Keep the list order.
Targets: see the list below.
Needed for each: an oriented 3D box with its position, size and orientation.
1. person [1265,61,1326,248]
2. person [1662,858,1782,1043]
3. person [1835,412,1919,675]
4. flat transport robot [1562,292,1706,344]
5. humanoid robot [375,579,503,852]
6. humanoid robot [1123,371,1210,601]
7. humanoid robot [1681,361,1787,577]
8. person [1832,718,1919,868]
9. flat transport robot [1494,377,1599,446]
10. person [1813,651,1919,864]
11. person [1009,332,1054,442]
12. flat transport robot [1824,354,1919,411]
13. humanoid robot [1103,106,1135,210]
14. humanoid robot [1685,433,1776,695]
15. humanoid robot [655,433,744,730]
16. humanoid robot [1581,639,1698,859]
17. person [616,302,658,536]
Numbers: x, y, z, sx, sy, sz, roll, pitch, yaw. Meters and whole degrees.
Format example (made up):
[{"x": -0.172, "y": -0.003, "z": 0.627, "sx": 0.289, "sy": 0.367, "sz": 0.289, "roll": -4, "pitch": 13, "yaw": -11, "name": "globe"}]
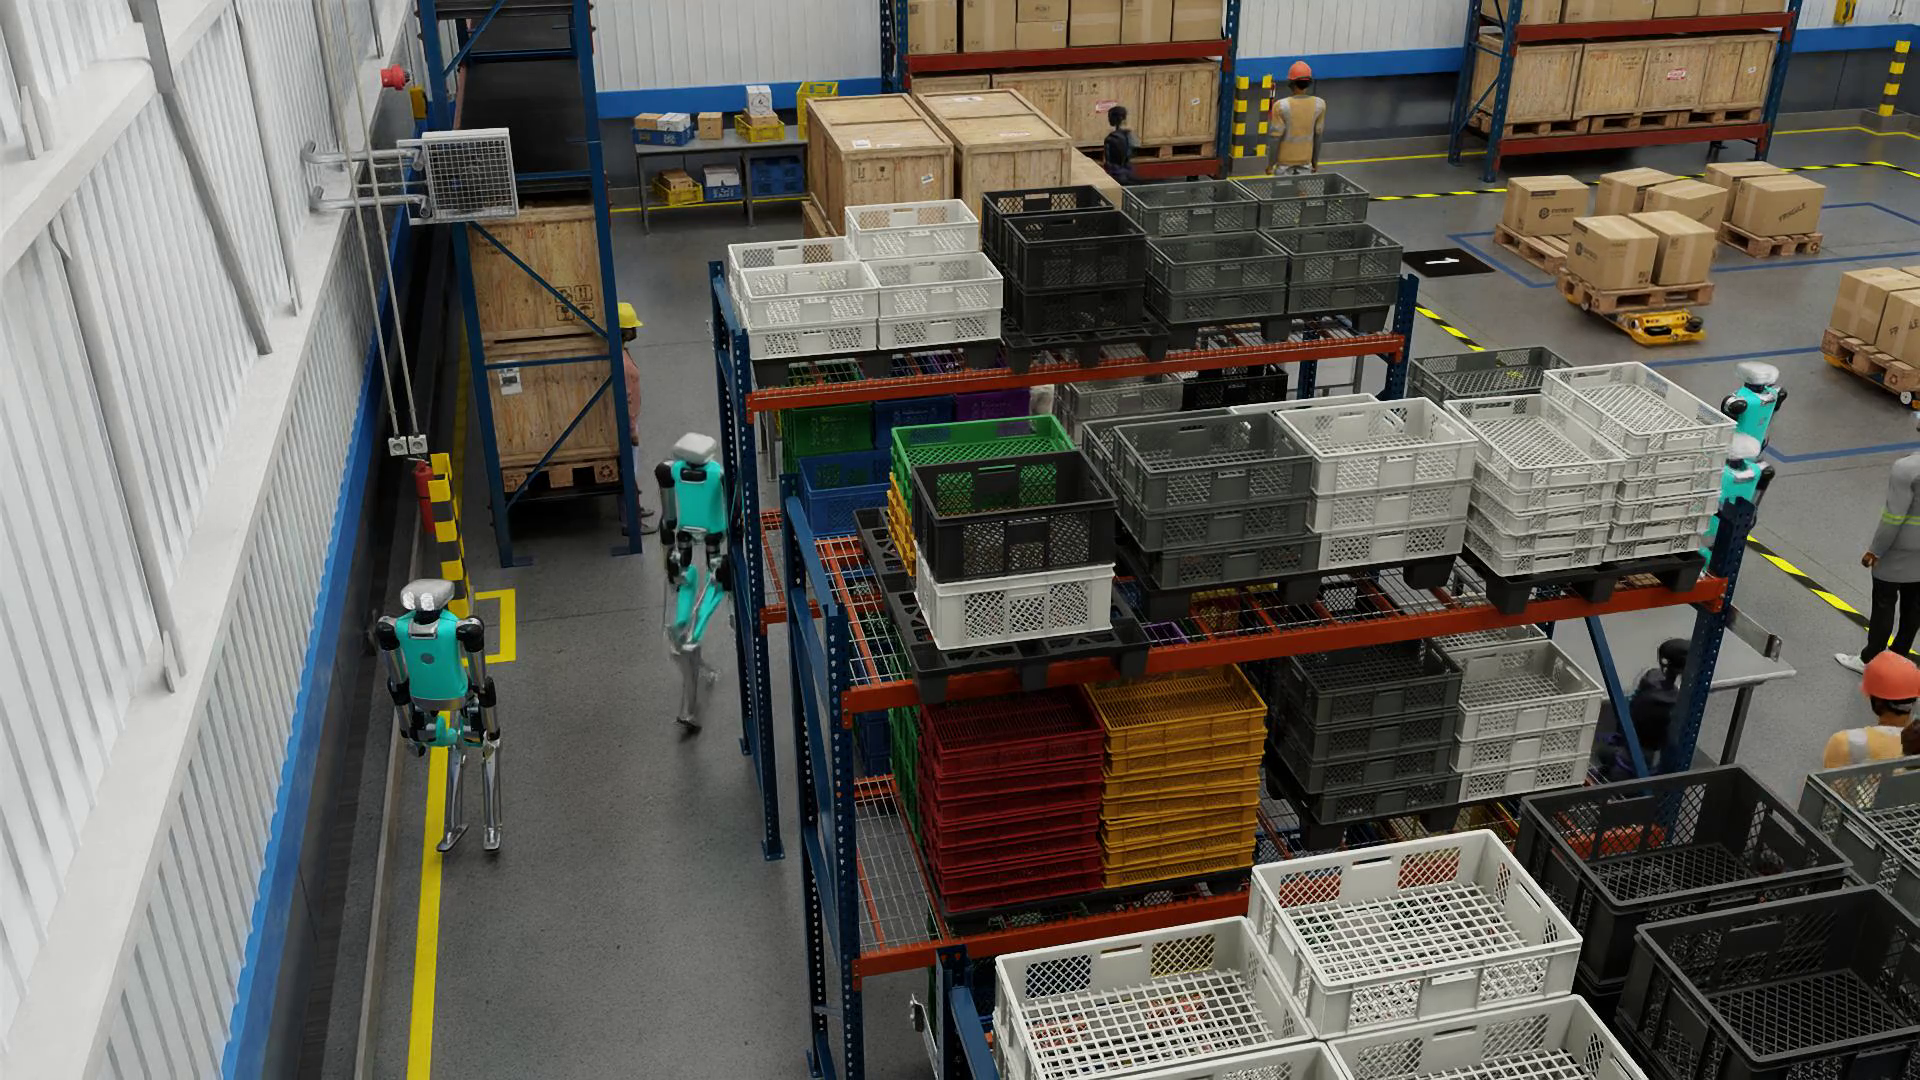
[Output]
[{"x": 3.596, "y": -4.136, "z": 17.995, "sx": 0.614, "sy": 2.040, "sz": 0.379, "roll": -7, "pitch": 29, "yaw": -12, "name": "person"}, {"x": 3.019, "y": 2.025, "z": 6.514, "sx": 0.612, "sy": 1.846, "sz": 1.003, "roll": 23, "pitch": 36, "yaw": 37, "name": "person"}, {"x": 5.885, "y": -0.006, "z": 10.360, "sx": 0.593, "sy": 1.849, "sz": 0.391, "roll": -9, "pitch": 29, "yaw": -17, "name": "person"}, {"x": 6.613, "y": -2.285, "z": 16.351, "sx": 0.652, "sy": 0.197, "sz": 1.431, "roll": -6, "pitch": 28, "yaw": -12, "name": "flat transport robot"}, {"x": -2.623, "y": 0.849, "z": 8.717, "sx": 0.533, "sy": 1.677, "sz": 0.735, "roll": 1, "pitch": 28, "yaw": 1, "name": "humanoid robot"}, {"x": 1.316, "y": -0.298, "z": 11.027, "sx": 1.010, "sy": 1.740, "sz": 0.554, "roll": -14, "pitch": 31, "yaw": -24, "name": "humanoid robot"}, {"x": 5.020, "y": -0.481, "z": 11.241, "sx": 0.533, "sy": 1.677, "sz": 0.735, "roll": -15, "pitch": 31, "yaw": -26, "name": "humanoid robot"}, {"x": 4.118, "y": 1.617, "z": 7.325, "sx": 0.654, "sy": 1.811, "sz": 0.459, "roll": 4, "pitch": 28, "yaw": 7, "name": "person"}, {"x": 4.780, "y": -1.036, "z": 14.013, "sx": 0.659, "sy": 0.231, "sz": 1.431, "roll": -6, "pitch": 28, "yaw": -12, "name": "flat transport robot"}, {"x": 4.156, "y": 1.377, "z": 7.695, "sx": 0.600, "sy": 1.873, "sz": 0.915, "roll": 5, "pitch": 28, "yaw": 10, "name": "person"}, {"x": 0.438, "y": -0.628, "z": 11.564, "sx": 0.506, "sy": 1.837, "sz": 0.333, "roll": 21, "pitch": 34, "yaw": 34, "name": "person"}, {"x": 8.473, "y": -1.467, "z": 14.800, "sx": 0.652, "sy": 0.197, "sz": 1.431, "roll": -6, "pitch": 28, "yaw": -12, "name": "flat transport robot"}, {"x": 1.695, "y": -3.831, "z": 17.874, "sx": 0.801, "sy": 1.631, "sz": 0.588, "roll": 16, "pitch": 32, "yaw": 28, "name": "humanoid robot"}, {"x": 4.526, "y": 0.038, "z": 10.488, "sx": 0.531, "sy": 1.774, "sz": 1.065, "roll": -7, "pitch": 29, "yaw": -13, "name": "humanoid robot"}, {"x": -1.631, "y": 0.314, "z": 9.925, "sx": 0.541, "sy": 1.785, "sz": 0.995, "roll": 7, "pitch": 29, "yaw": 12, "name": "humanoid robot"}, {"x": 3.309, "y": 1.203, "z": 8.275, "sx": 0.454, "sy": 1.639, "sz": 0.610, "roll": 2, "pitch": 28, "yaw": 5, "name": "humanoid robot"}, {"x": -2.419, "y": -0.881, "z": 12.121, "sx": 0.337, "sy": 1.761, "sz": 0.522, "roll": -8, "pitch": 29, "yaw": -16, "name": "person"}]
